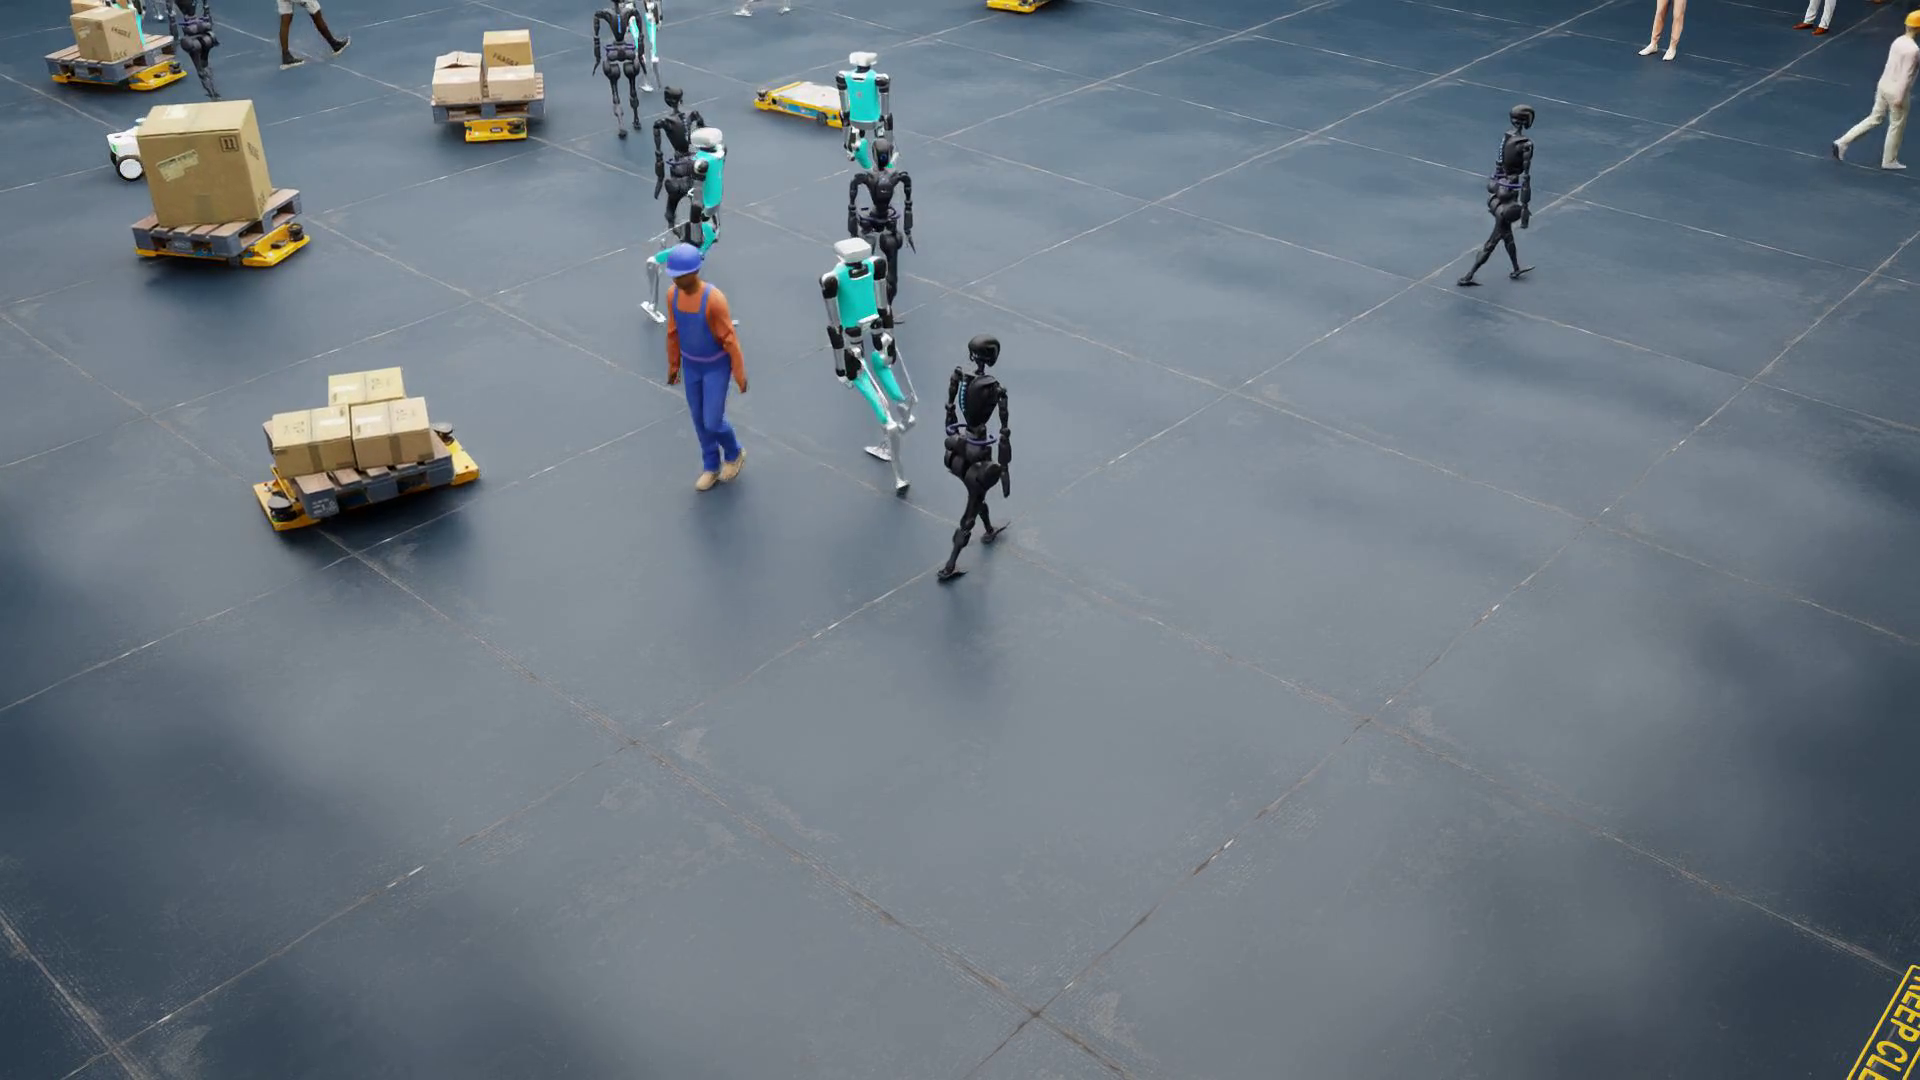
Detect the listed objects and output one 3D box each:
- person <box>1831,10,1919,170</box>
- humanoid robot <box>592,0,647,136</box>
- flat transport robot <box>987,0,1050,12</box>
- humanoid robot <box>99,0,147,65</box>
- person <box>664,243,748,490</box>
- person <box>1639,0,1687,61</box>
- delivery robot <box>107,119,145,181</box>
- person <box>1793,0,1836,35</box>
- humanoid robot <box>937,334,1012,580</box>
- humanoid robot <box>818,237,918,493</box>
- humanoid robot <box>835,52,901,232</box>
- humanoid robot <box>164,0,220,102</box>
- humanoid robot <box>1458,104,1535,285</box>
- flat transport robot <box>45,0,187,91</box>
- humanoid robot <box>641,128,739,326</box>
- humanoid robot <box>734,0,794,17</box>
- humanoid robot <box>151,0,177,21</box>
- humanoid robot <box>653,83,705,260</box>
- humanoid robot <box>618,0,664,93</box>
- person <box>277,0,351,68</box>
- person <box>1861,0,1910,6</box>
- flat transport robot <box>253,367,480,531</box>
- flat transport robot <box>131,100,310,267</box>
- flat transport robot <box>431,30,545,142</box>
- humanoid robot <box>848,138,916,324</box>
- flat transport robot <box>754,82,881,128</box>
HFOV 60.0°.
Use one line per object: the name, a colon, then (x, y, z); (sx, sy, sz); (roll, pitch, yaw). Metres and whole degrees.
person: (9.709, -4.695, 17.382); (0.715, 1.674, 0.473); (0, 32, -1)
humanoid robot: (-3.780, -5.317, 18.411); (0.607, 1.648, 0.605); (-10, 33, -15)
flat transport robot: (1.018, -7.804, 23.720); (0.659, 0.231, 1.431); (17, 36, 26)
humanoid robot: (-10.077, -6.355, 20.035); (0.550, 1.833, 0.716); (-10, 33, -16)
person: (-1.771, -1.182, 11.529); (0.602, 1.884, 0.462); (15, 35, 22)
person: (9.008, -7.012, 20.923); (0.345, 1.873, 0.527); (-27, 41, -36)
delivery robot: (-8.586, -4.138, 17.544); (0.774, 0.592, 0.499); (-17, 36, -25)
person: (11.488, -7.625, 21.956); (0.361, 1.828, 0.515); (-13, 34, -20)
humanoid robot: (0.112, -0.573, 10.783); (0.777, 1.619, 0.610); (-26, 40, -35)
humanoid robot: (-0.513, -1.164, 11.686); (0.568, 1.799, 0.920); (-24, 39, -33)
humanoid robot: (-0.794, -3.827, 16.019); (0.545, 1.879, 0.799); (11, 34, 17)
humanoid robot: (-8.874, -5.854, 19.254); (0.511, 1.642, 0.592); (16, 35, 24)
humanoid robot: (4.901, -3.053, 14.771); (0.766, 1.624, 0.601); (-5, 32, -8)
flat transport robot: (-10.322, -5.739, 20.395); (1.431, 0.231, 0.659); (9, 33, 14)
humanoid robot: (-2.413, -2.629, 14.028); (0.981, 1.761, 0.531); (8, 33, 12)
humanoid robot: (-2.630, -7.920, 22.561); (1.034, 1.769, 0.537); (9, 33, 14)
humanoid robot: (-10.903, -7.915, 22.535); (0.580, 1.789, 0.866); (-18, 36, -27)
humanoid robot: (-2.504, -3.346, 15.206); (0.609, 1.642, 0.374); (-25, 40, -34)
humanoid robot: (-3.766, -6.090, 19.655); (0.545, 1.860, 0.759); (-6, 32, -9)
person: (-8.255, -6.940, 20.770); (0.621, 1.902, 1.017); (17, 36, 25)
person: (13.124, -8.379, 23.111); (0.666, 1.889, 0.653); (26, 40, 35)
flat transport robot: (-4.245, -0.459, 11.893); (1.431, 0.231, 0.659); (-19, 36, -27)
flat transport robot: (-6.971, -2.844, 15.734); (1.431, 0.231, 0.659); (7, 32, 11)
flat transport robot: (-5.331, -4.852, 18.966); (0.659, 0.231, 1.431); (-6, 32, -10)
humanoid robot: (-0.698, -2.620, 14.044); (0.611, 1.648, 0.468); (-8, 33, -13)
flat transport robot: (-1.645, -5.062, 19.305); (1.431, 0.231, 0.659); (21, 38, 30)
